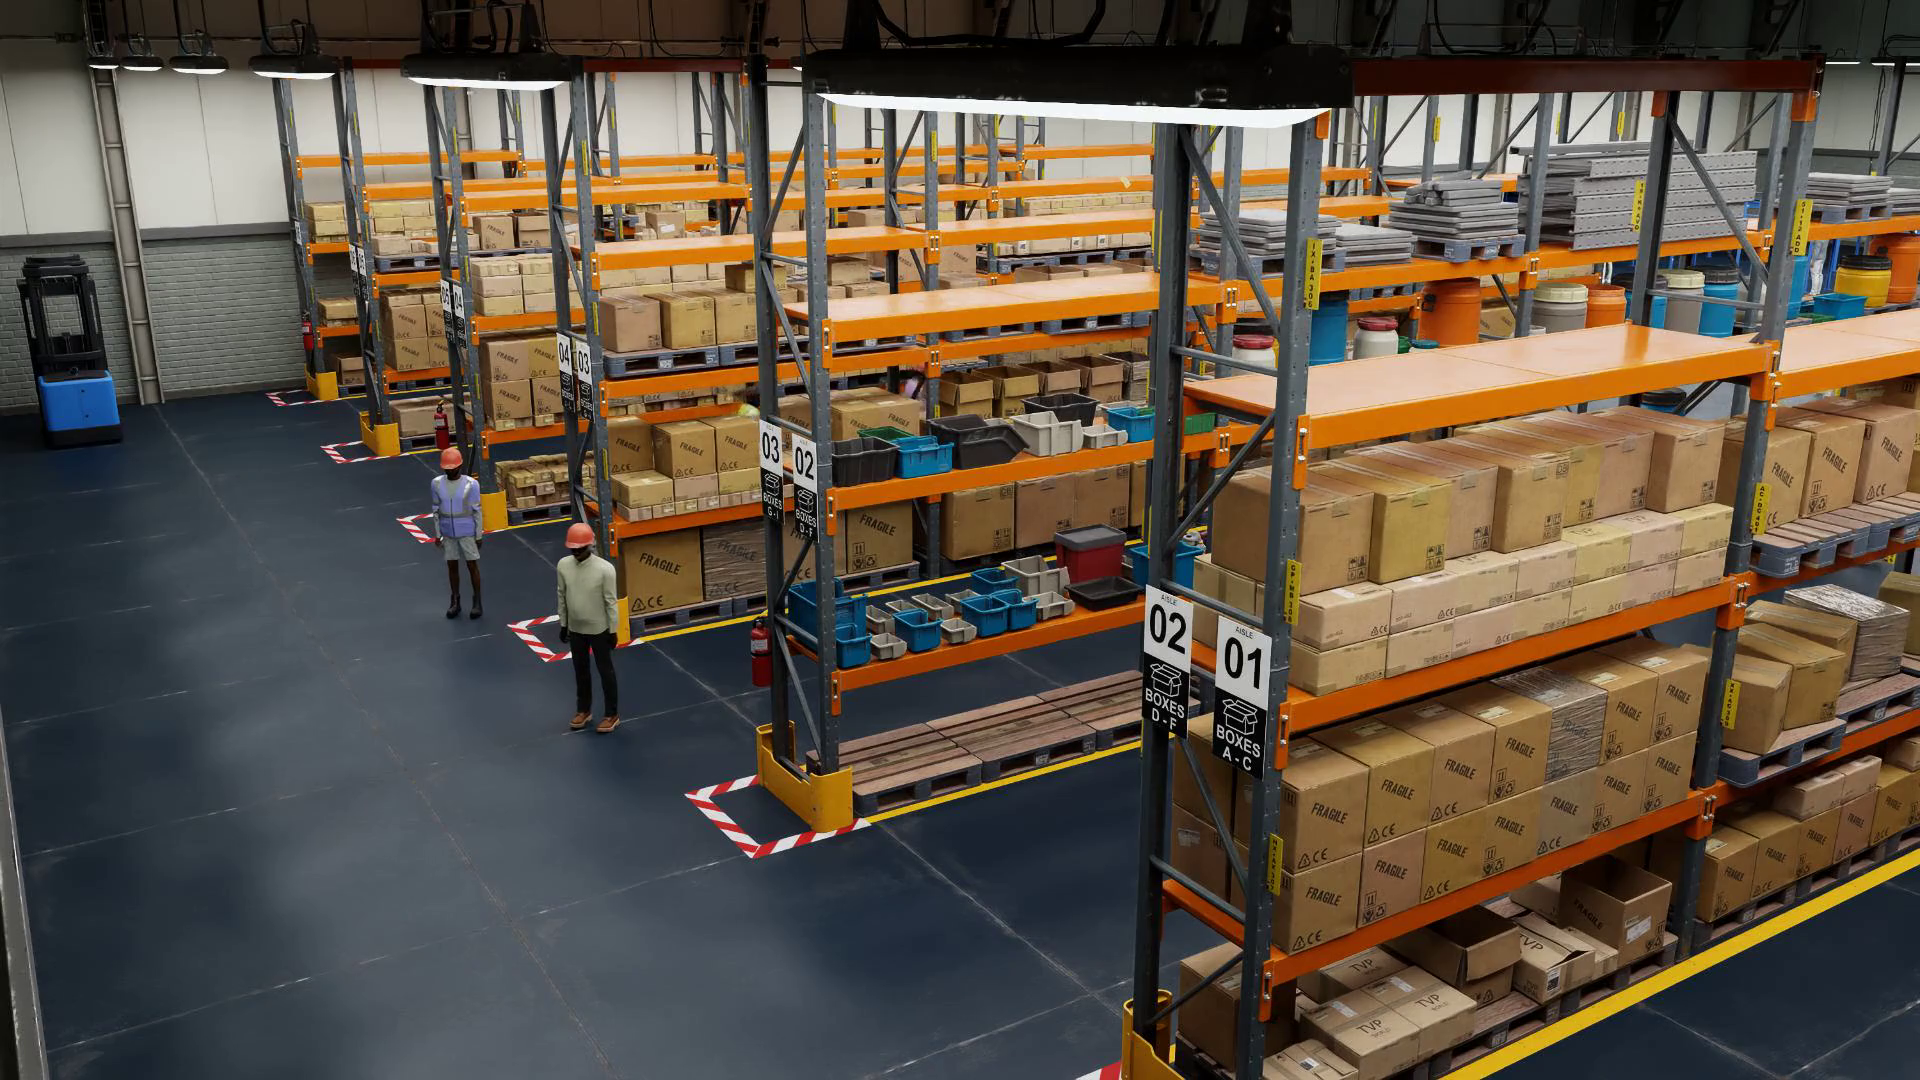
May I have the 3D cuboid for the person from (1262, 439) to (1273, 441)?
[{"bbox_3d":[5.070,-2.576,25.637,0.543,1.906,0.626,-13,21,-36],"label":"person"}]

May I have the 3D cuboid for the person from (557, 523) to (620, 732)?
[{"bbox_3d":[-3.408,0.790,14.464,0.618,1.986,0.406,6,18,19],"label":"person"}]

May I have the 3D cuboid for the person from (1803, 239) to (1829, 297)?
[{"bbox_3d":[22.208,-7.239,40.864,0.635,1.937,0.353,-15,22,-39],"label":"person"}]

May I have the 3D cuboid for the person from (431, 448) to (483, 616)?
[{"bbox_3d":[-5.543,-0.087,17.437,0.545,1.929,0.389,1,17,3],"label":"person"}]

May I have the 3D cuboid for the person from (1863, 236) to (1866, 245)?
[{"bbox_3d":[28.068,-9.459,48.560,0.594,1.691,0.462,-5,18,-16],"label":"person"}]

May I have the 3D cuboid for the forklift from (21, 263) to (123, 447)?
[{"bbox_3d":[-14.518,-3.079,25.708,1.129,2.768,1.873,-10,20,-31],"label":"forklift"}]

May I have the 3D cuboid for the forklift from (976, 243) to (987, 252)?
[{"bbox_3d":[0.988,-5.474,34.718,1.214,2.155,2.313,-10,20,-31],"label":"forklift"}]

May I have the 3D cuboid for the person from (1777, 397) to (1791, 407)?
[{"bbox_3d":[11.275,-1.519,22.139,0.671,1.924,0.631,-4,17,-12],"label":"person"}]

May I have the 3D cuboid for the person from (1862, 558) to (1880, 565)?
[{"bbox_3d":[11.085,-0.635,19.210,0.635,1.930,0.633,-4,17,-12],"label":"person"}]

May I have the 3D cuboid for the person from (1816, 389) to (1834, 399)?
[{"bbox_3d":[15.856,-3.376,28.788,0.535,1.592,0.843,7,18,20],"label":"person"}]

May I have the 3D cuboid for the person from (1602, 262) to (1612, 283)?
[{"bbox_3d":[17.931,-8.056,43.684,0.516,1.865,0.329,-5,18,-17],"label":"person"}]

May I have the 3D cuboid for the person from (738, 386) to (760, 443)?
[{"bbox_3d":[-2.833,-1.190,21.282,0.953,1.803,0.646,-7,18,-21],"label":"person"}]

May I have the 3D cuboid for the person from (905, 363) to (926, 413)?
[{"bbox_3d":[-0.515,-1.606,22.304,1.014,1.984,0.654,-9,19,-27],"label":"person"}]
